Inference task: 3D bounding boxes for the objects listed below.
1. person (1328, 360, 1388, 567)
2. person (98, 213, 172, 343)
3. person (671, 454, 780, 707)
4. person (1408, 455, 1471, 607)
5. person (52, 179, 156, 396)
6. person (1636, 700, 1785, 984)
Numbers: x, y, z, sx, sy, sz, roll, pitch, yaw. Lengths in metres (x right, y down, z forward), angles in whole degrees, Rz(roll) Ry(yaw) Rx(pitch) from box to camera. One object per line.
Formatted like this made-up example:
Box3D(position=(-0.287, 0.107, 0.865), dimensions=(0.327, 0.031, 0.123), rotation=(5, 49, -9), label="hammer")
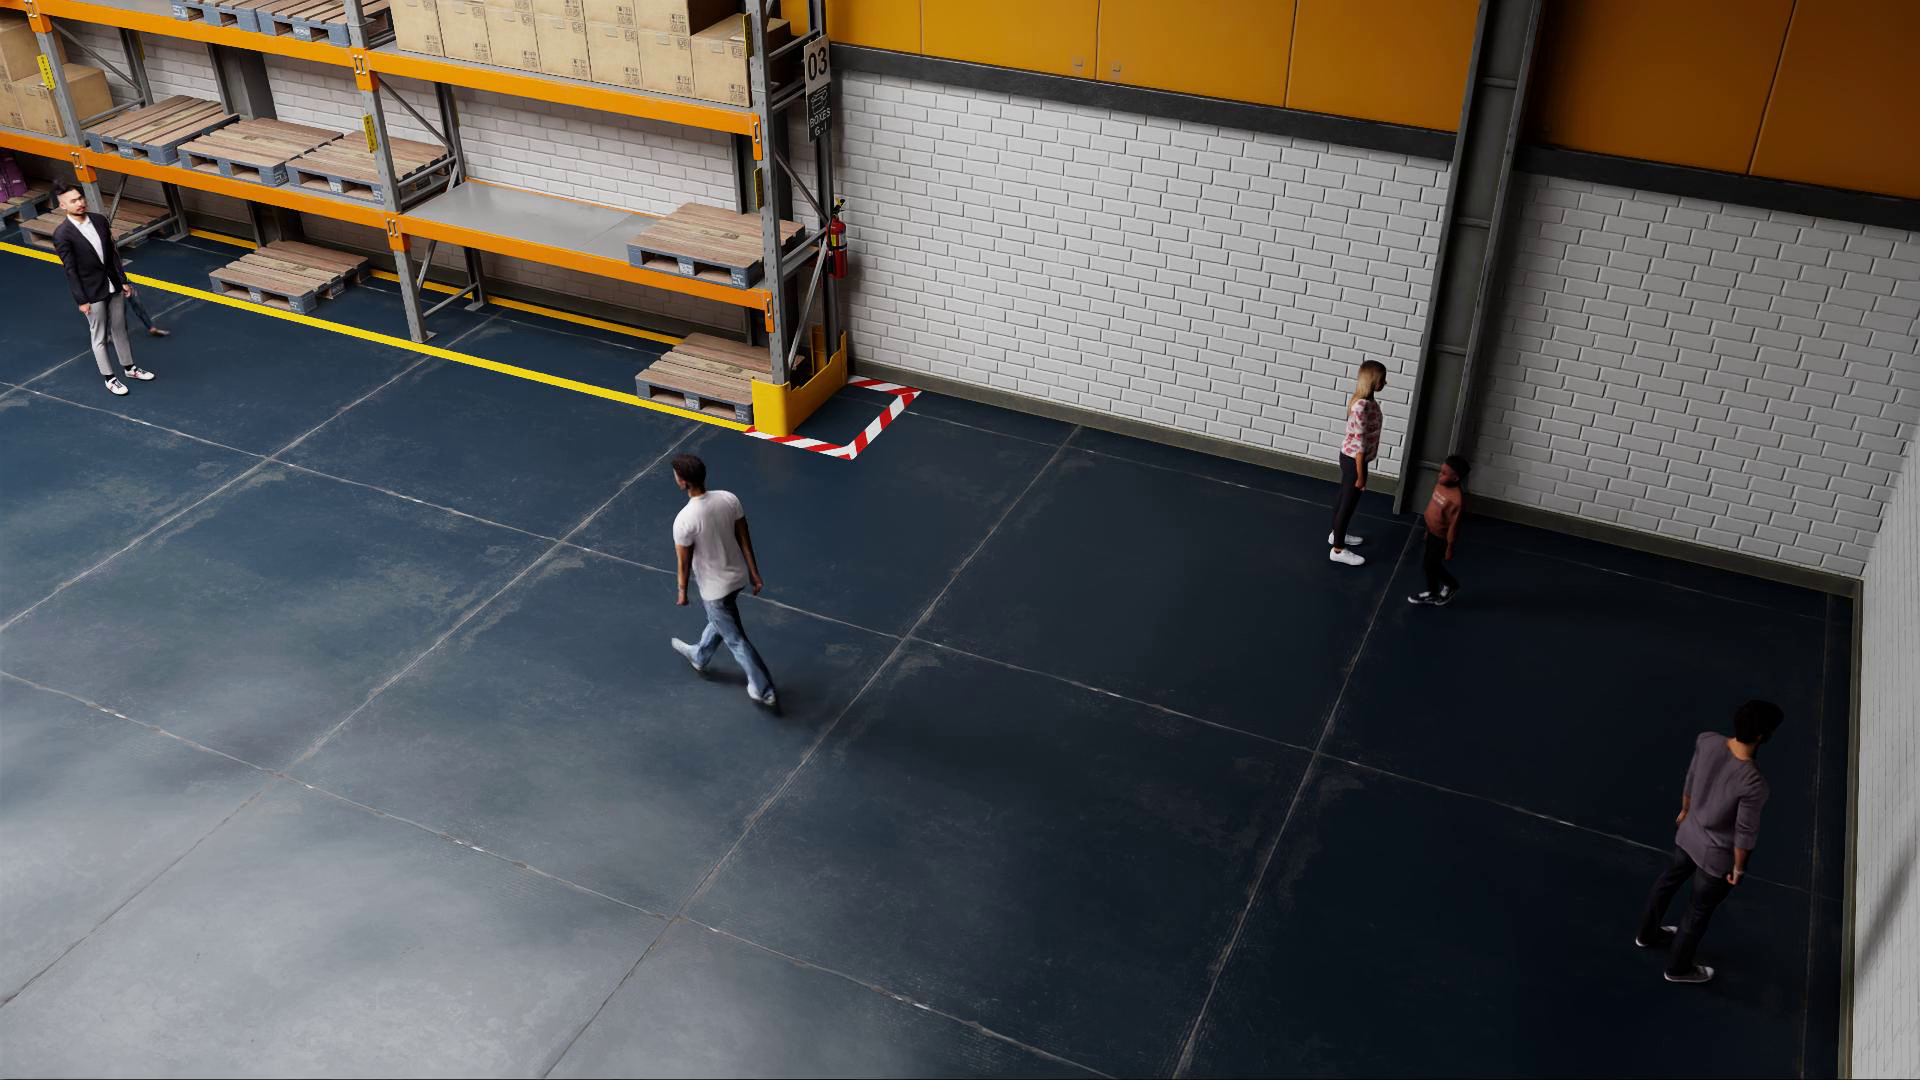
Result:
Box3D(position=(2.955, -0.602, 12.434), dimensions=(0.589, 1.634, 0.619), rotation=(7, 34, 10), label="person")
Box3D(position=(-7.954, -2.412, 15.476), dimensions=(0.961, 1.281, 0.751), rotation=(-2, 34, -3), label="person")
Box3D(position=(-1.484, 0.317, 10.914), dimensions=(1.246, 1.785, 0.818), rotation=(24, 40, 31), label="person")
Box3D(position=(3.526, -0.050, 11.956), dimensions=(0.707, 1.243, 0.651), rotation=(-5, 34, -7), label="person")
Box3D(position=(-7.593, -2.249, 14.626), dimensions=(0.568, 1.950, 0.690), rotation=(14, 36, 20), label="person")
Box3D(position=(4.027, 1.601, 8.925), dimensions=(0.766, 1.848, 0.724), rotation=(-9, 35, -14), label="person")
